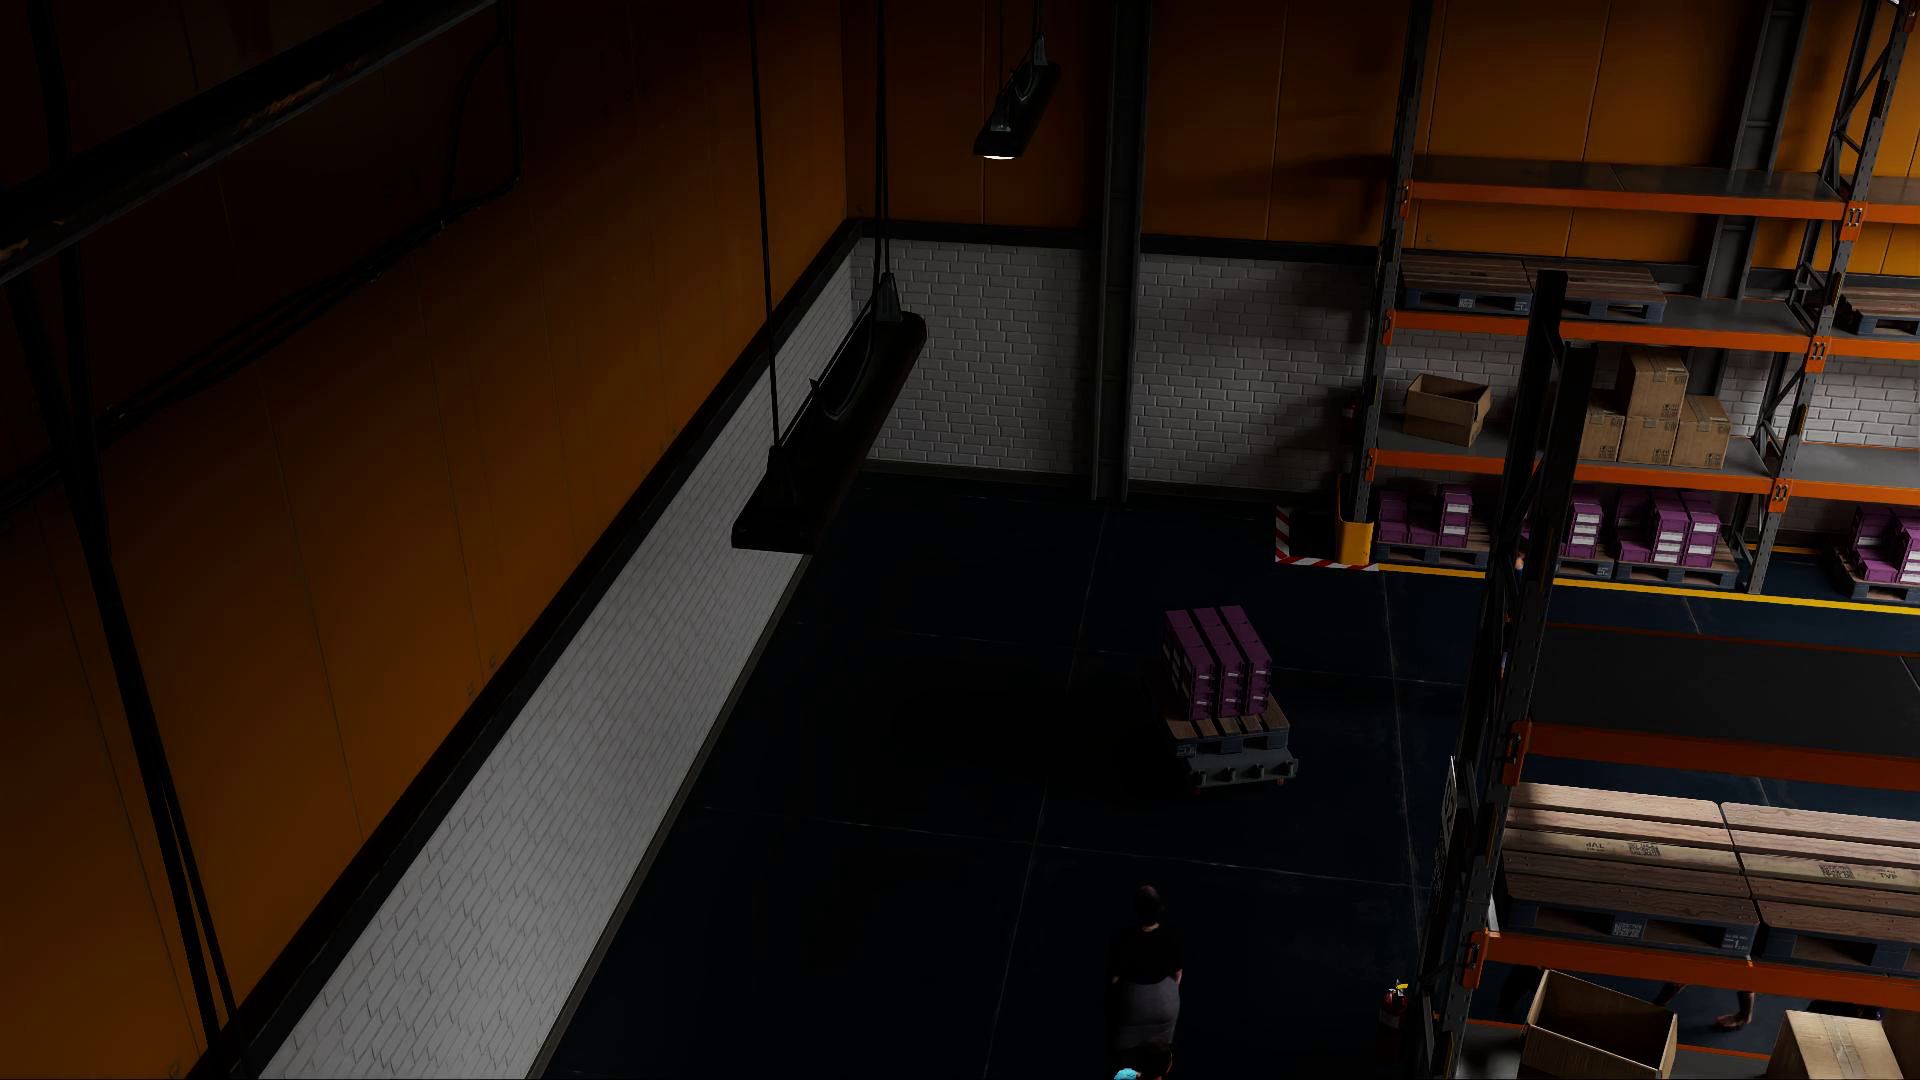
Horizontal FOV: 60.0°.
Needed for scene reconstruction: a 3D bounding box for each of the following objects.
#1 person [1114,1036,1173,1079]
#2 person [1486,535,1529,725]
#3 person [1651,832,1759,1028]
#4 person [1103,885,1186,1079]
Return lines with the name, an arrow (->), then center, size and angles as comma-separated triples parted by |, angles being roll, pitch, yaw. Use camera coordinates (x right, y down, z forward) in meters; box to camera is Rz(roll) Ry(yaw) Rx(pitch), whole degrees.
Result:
person -> 0.997, 3.612, 9.560 | 1.105, 1.747, 1.054 | 22, 35, 34
person -> 4.830, 0.767, 14.674 | 0.561, 1.843, 0.621 | 3, 29, 5
person -> 5.334, 2.699, 11.319 | 1.138, 1.665, 0.788 | -2, 29, -3
person -> 1.178, 2.976, 10.717 | 0.668, 1.755, 0.803 | -3, 29, -6
